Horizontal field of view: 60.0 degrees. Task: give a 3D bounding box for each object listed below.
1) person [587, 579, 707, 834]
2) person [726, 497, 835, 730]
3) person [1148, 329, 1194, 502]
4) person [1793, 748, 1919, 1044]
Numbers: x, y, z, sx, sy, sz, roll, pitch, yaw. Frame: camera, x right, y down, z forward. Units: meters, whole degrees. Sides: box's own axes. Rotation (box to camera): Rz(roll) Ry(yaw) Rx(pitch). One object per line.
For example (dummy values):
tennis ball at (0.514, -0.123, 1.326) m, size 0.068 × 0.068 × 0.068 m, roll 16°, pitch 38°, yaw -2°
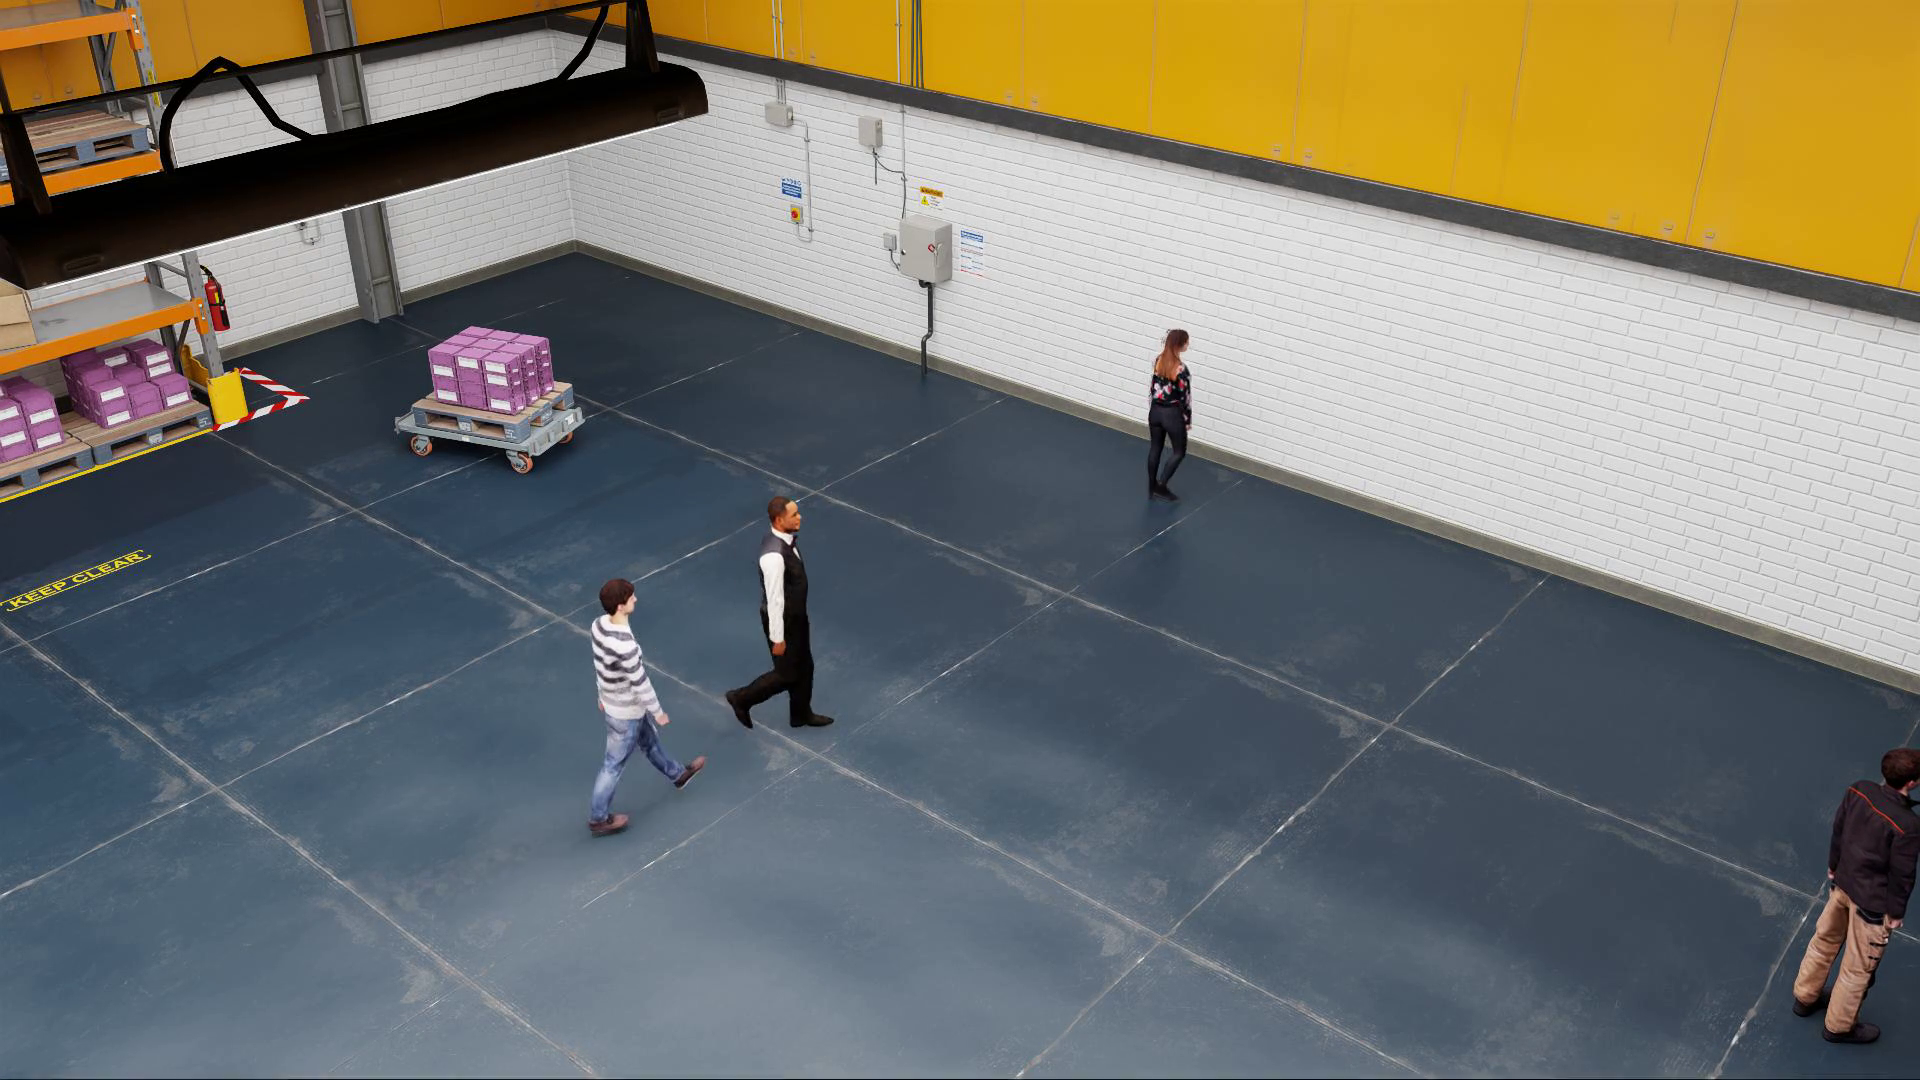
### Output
person at (-2.293, 1.135, 10.916) m, size 1.254 × 1.803 × 0.926 m, roll -16°, pitch 32°, yaw -27°
person at (-1.336, 0.558, 11.870) m, size 1.110 × 1.902 × 1.078 m, roll 0°, pitch 29°, yaw -1°
person at (1.898, -1.142, 15.223) m, size 0.660 × 1.675 × 0.611 m, roll 22°, pitch 36°, yaw 35°
person at (5.042, 1.963, 9.271) m, size 0.809 × 1.925 × 0.792 m, roll -8°, pitch 30°, yaw -14°
